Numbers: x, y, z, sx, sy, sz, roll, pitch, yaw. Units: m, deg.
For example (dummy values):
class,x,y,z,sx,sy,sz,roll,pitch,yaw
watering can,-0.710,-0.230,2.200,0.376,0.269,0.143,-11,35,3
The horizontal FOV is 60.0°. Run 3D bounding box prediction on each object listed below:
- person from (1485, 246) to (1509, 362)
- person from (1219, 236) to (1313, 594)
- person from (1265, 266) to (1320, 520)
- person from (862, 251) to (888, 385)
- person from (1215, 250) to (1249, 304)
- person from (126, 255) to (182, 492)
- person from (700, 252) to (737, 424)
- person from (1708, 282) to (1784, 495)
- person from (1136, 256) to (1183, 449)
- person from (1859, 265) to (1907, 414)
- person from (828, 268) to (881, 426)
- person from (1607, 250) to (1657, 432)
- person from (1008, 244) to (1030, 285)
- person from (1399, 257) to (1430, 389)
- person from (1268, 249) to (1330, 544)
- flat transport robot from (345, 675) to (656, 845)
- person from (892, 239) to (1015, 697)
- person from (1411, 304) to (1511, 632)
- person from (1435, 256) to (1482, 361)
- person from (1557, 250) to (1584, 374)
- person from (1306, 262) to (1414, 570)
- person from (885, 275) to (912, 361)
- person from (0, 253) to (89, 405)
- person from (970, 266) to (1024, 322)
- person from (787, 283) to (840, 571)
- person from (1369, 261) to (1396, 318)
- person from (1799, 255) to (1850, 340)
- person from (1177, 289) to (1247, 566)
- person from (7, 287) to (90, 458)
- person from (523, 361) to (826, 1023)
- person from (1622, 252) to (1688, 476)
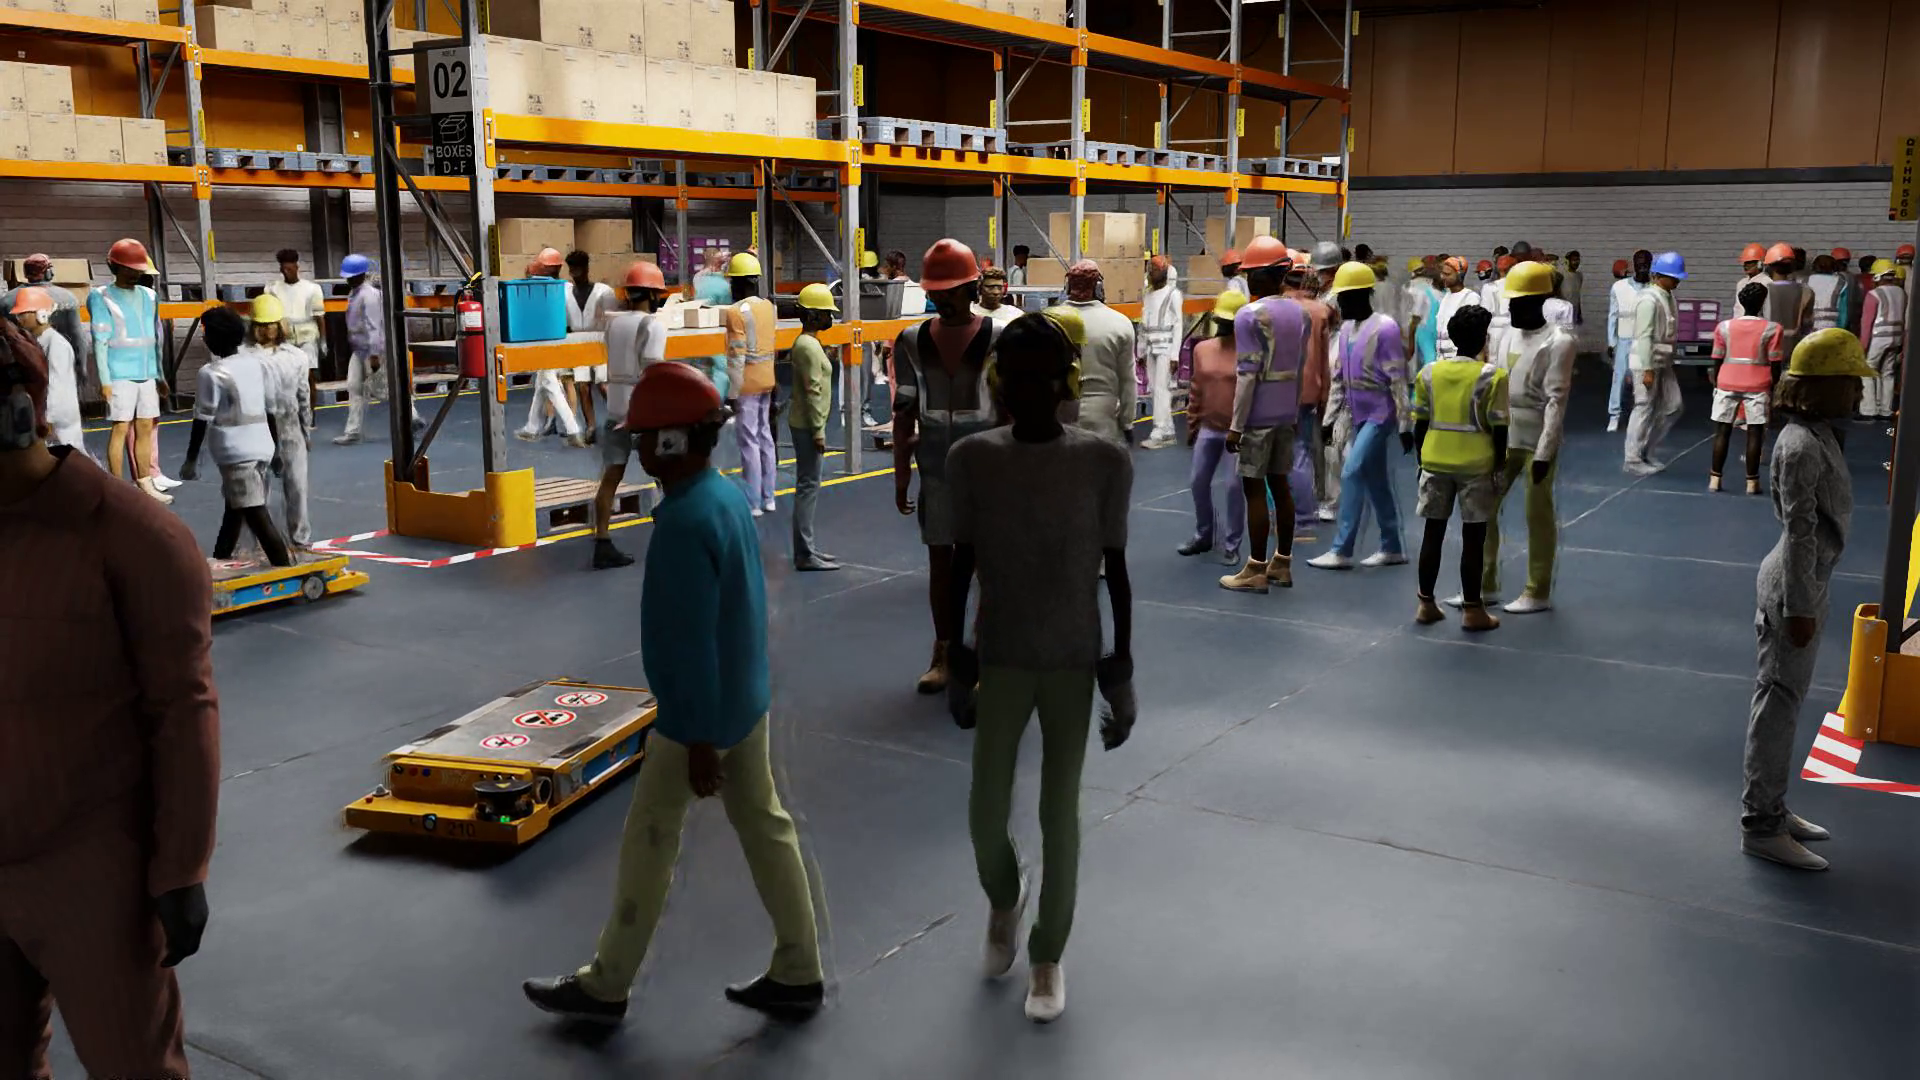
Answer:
class,x,y,z,sx,sy,sz,roll,pitch,yaw
person,8.722,-3.767,26.823,0.366,1.932,0.629,2,10,11
person,1.738,-0.714,9.582,0.614,2.040,0.378,-9,14,-42
person,2.417,-1.038,11.942,0.506,1.839,0.350,-7,12,-33
person,-1.262,-3.142,23.513,0.597,1.885,0.775,-5,11,-26
person,3.194,-2.427,19.541,0.450,1.924,0.687,3,11,17
person,-6.577,-1.349,13.422,0.368,1.927,0.589,-1,10,-4
person,-2.557,-2.207,18.261,0.552,1.889,0.679,-5,11,-26
person,6.278,-1.208,13.295,0.531,1.691,0.318,8,13,37
person,1.924,-1.817,16.238,0.663,1.860,0.584,-6,12,-29
person,10.778,-2.321,19.354,0.324,1.729,0.493,-3,11,-17
person,-1.146,-2.184,18.106,0.599,1.909,0.402,-5,11,-27
person,7.155,-2.098,17.593,0.589,1.920,0.399,3,11,15
person,0.880,-3.487,25.189,0.373,1.955,0.606,-2,10,-11
person,6.185,-2.892,22.326,0.601,1.800,0.694,0,10,-1
person,2.149,-0.969,11.215,0.606,1.955,0.761,-10,14,-44
flat transport robot,-1.580,0.780,6.211,0.652,0.197,1.431,3,11,15
person,-0.015,-0.308,7.387,0.618,2.028,0.409,3,11,15
person,2.607,-0.376,8.662,0.540,1.696,0.317,10,14,44
person,4.426,-1.590,14.909,0.356,1.880,0.569,-3,11,-15
person,9.182,-3.422,25.069,0.534,1.868,0.310,-5,11,-25
person,2.426,-0.737,10.148,0.848,1.880,0.661,-2,10,-13
person,-1.070,-3.857,27.797,0.564,1.751,0.330,-1,10,-7
person,-7.769,-1.476,14.180,0.638,1.909,0.402,-2,10,-11
person,0.213,-1.072,12.145,0.561,1.836,0.395,-1,10,-8
person,-0.897,-0.691,10.254,0.332,1.760,0.526,-2,10,-10
person,6.058,-3.166,24.086,0.525,1.712,0.870,6,12,30
person,10.968,-2.706,21.210,0.654,1.830,0.446,7,12,34
person,1.646,-0.687,10.315,0.583,1.733,0.468,8,13,38
person,-6.170,-0.838,11.205,0.566,1.708,0.884,7,12,34
person,-0.740,0.404,4.285,0.838,1.710,0.593,1,10,7
person,5.964,-1.494,14.235,0.470,1.919,0.652,9,14,42
